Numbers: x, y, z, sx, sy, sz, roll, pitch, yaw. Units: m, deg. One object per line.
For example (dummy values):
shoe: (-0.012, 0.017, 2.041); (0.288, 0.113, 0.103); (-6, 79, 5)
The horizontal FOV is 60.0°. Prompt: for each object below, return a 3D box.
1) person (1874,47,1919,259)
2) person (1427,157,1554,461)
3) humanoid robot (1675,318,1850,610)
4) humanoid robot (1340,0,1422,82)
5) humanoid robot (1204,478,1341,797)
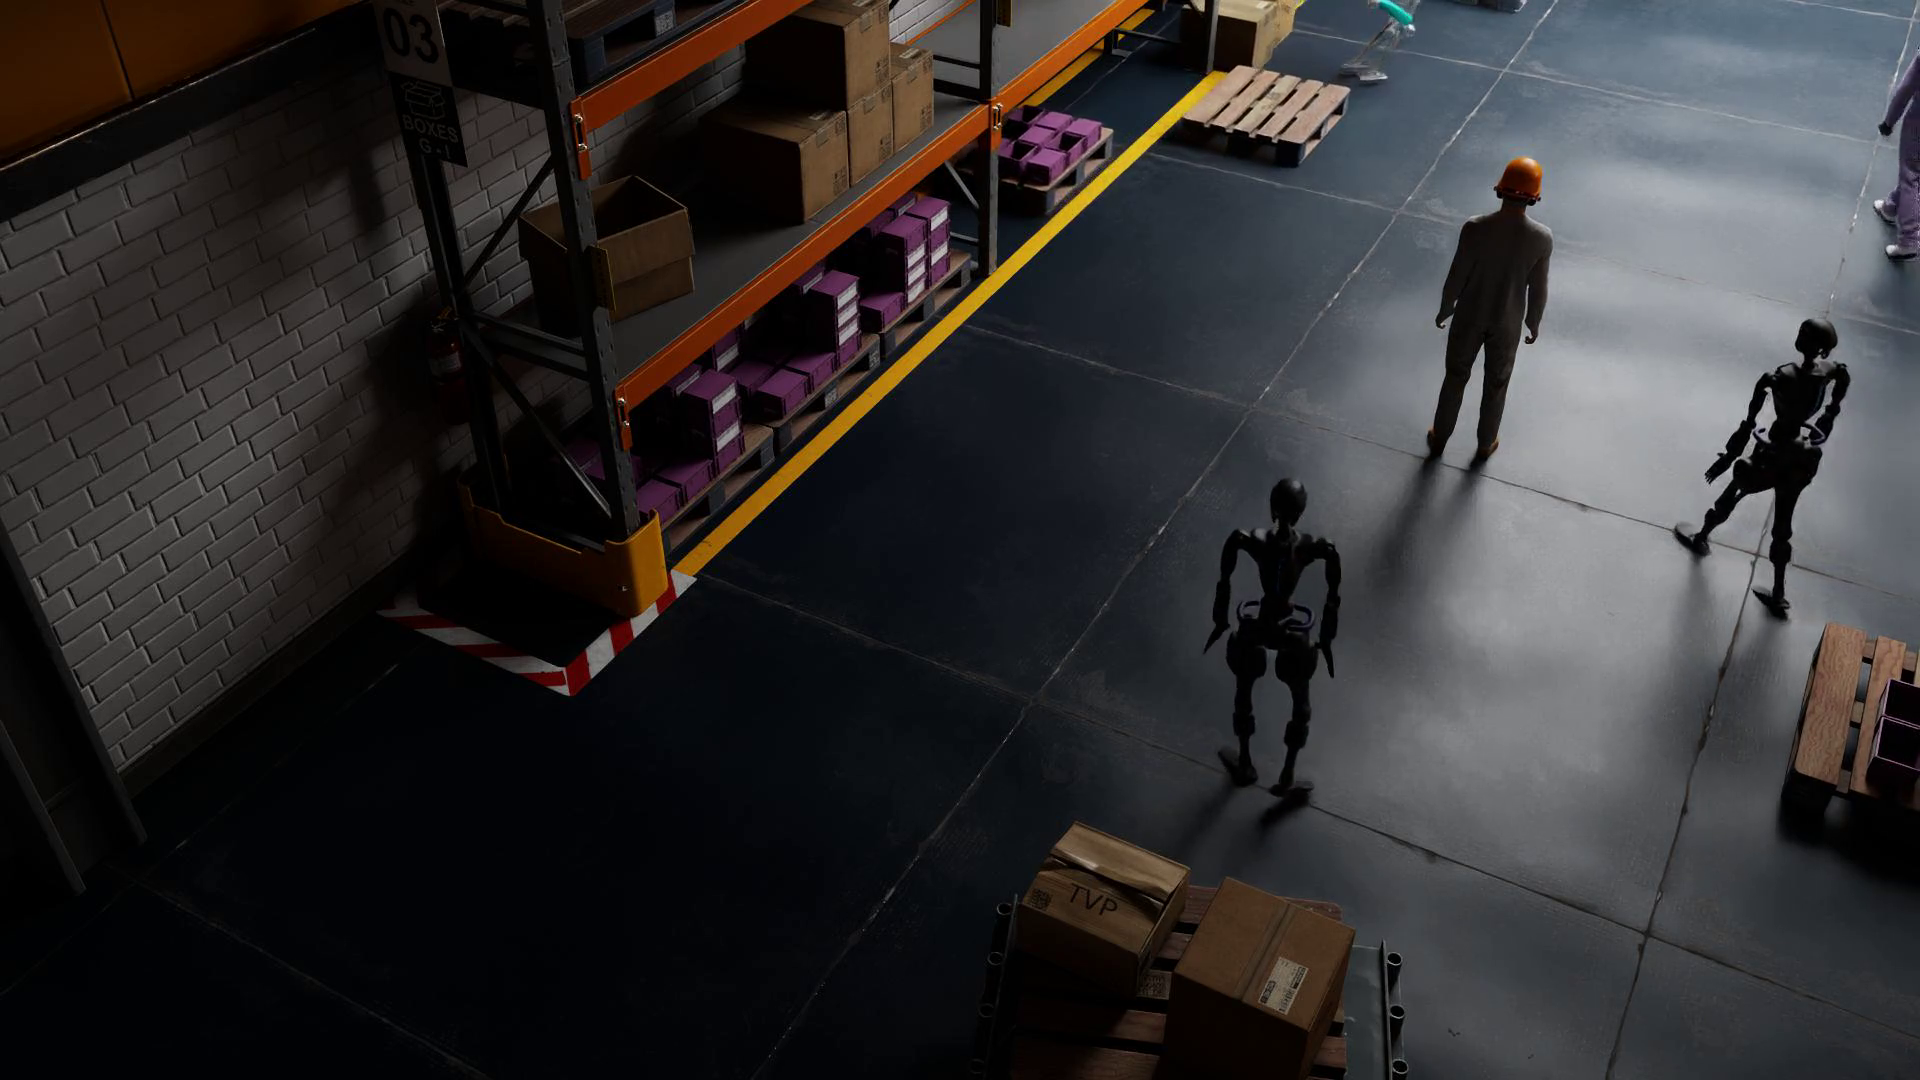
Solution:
person: (6.824, -2.919, 11.600); (0.655, 1.861, 0.997); (2, 39, 2)
person: (3.044, -1.306, 9.552); (0.584, 1.894, 0.359); (11, 40, 13)
humanoid robot: (4.272, -0.451, 8.699); (0.600, 1.623, 0.803); (-8, 39, -9)
humanoid robot: (3.581, -4.671, 13.819); (0.727, 1.710, 0.532); (-2, 39, -3)
humanoid robot: (1.413, 0.477, 7.501); (0.612, 1.647, 0.448); (8, 39, 10)
